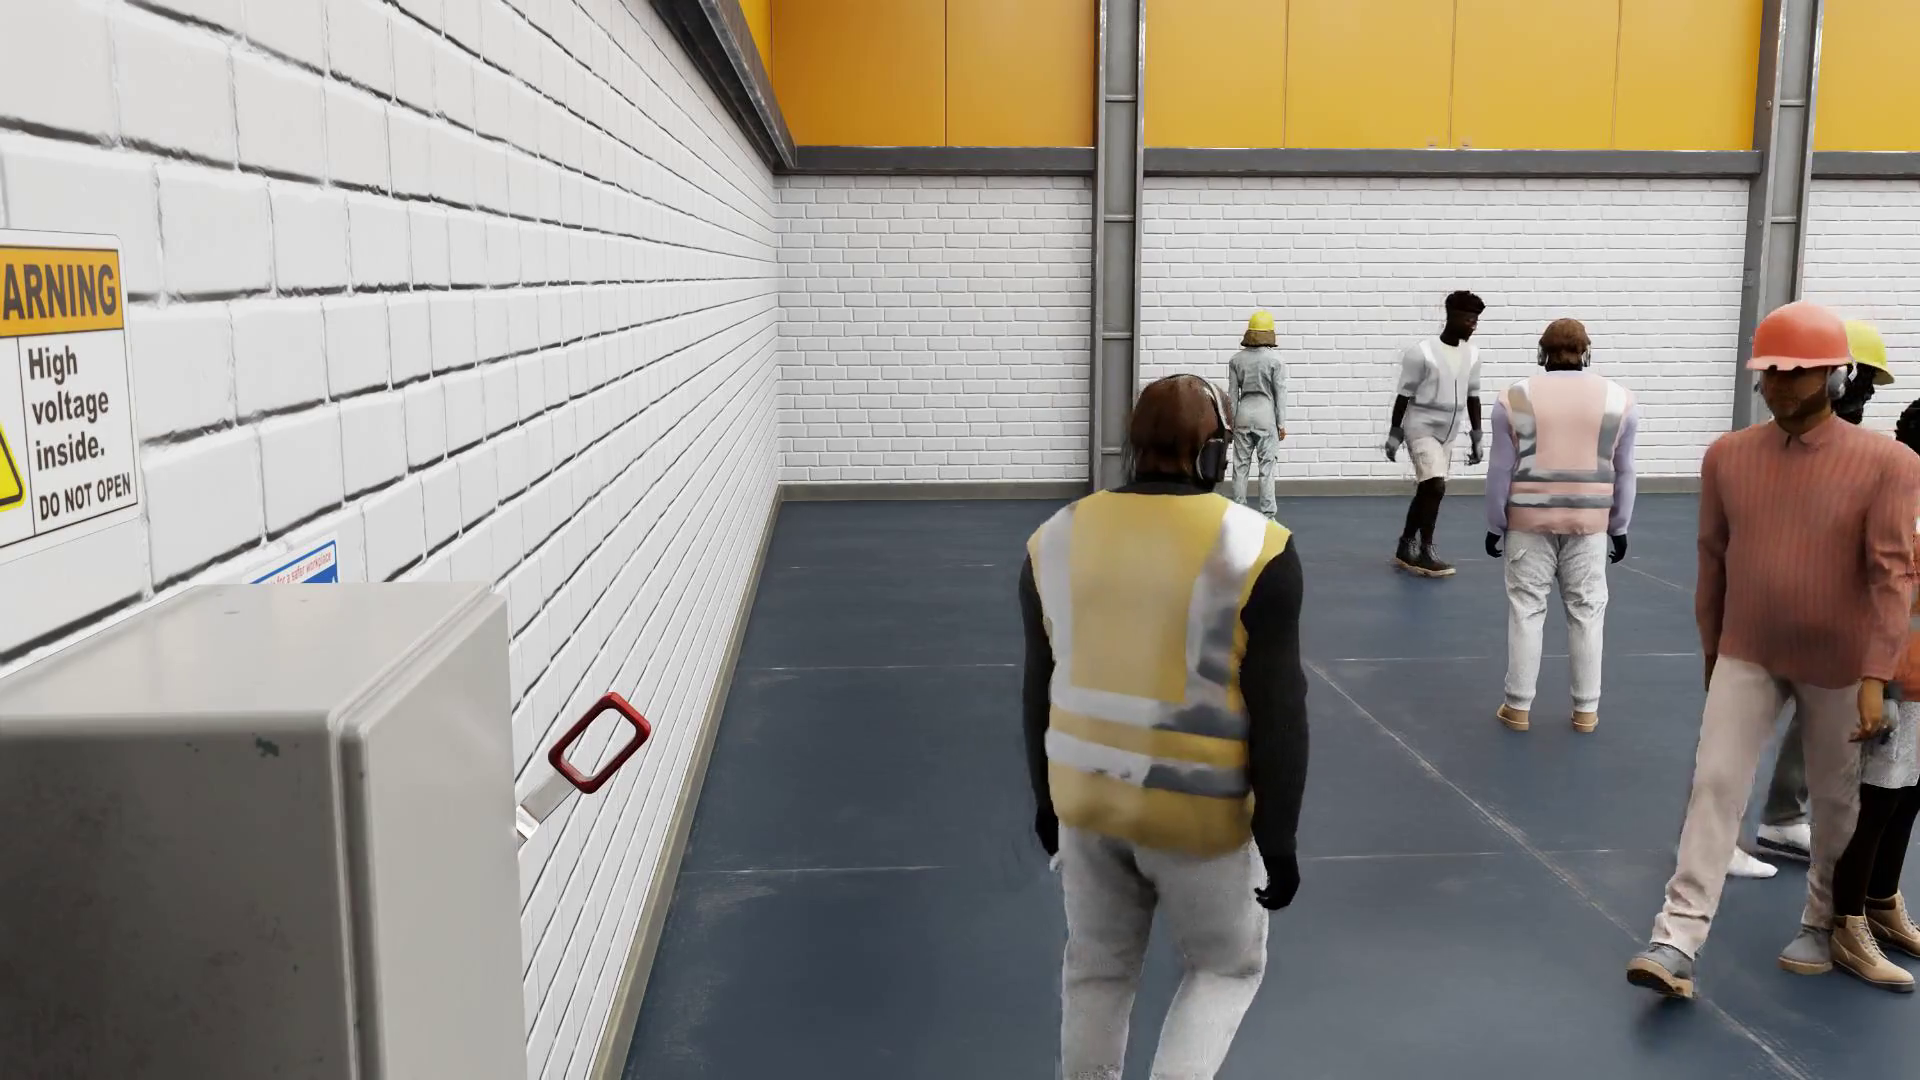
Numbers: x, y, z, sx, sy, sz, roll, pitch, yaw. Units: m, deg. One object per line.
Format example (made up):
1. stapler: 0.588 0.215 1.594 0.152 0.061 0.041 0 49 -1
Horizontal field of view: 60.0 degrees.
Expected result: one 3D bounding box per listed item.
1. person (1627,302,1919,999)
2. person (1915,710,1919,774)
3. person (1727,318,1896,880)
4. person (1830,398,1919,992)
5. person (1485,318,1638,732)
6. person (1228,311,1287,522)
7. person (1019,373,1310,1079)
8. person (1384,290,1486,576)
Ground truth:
1. person: 2.272 0.328 4.600 1.008 1.942 0.614 -9 13 -44
2. person: 1.981 0.589 3.086 0.408 1.905 0.654 1 9 4
3. person: 2.815 0.202 5.611 0.545 1.884 0.597 7 12 39
4. person: 2.736 0.424 4.773 0.541 1.695 0.316 -7 12 -39
5. person: 2.648 -0.061 7.383 0.633 1.835 0.429 2 9 10
6. person: 2.346 -0.924 13.089 0.487 1.744 0.297 6 11 33
7. person: 0.414 0.566 3.493 0.669 1.820 0.438 6 11 32
8. person: 3.217 -0.713 11.195 0.623 1.915 0.782 -5 10 -30
